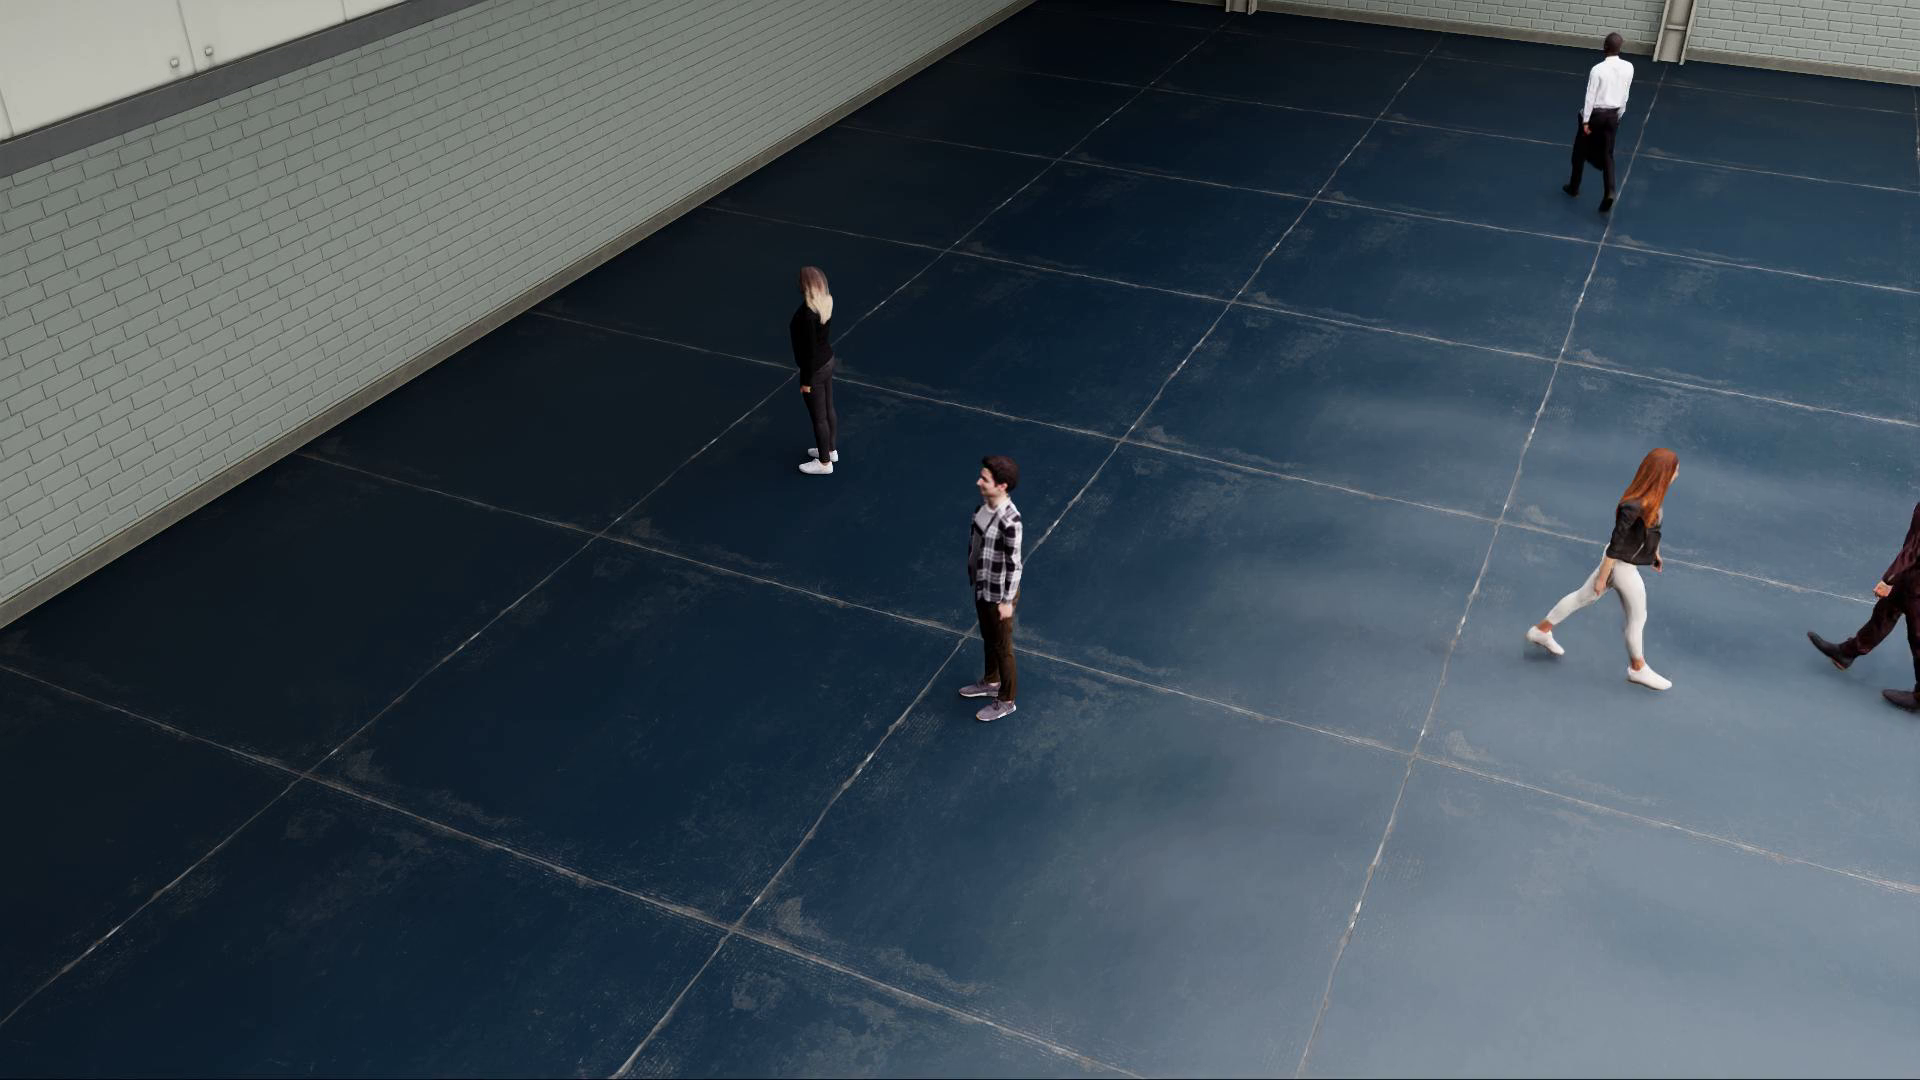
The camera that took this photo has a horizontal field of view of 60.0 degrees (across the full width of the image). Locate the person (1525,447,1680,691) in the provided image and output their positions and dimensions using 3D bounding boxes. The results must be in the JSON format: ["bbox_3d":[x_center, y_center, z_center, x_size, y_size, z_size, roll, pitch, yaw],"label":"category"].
[{"bbox_3d":[4.062,0.142,10.433,1.145,1.661,0.611,15,35,23],"label":"person"}]

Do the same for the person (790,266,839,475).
[{"bbox_3d":[-1.081,-1.298,12.691,0.594,1.687,0.652,7,33,11],"label":"person"}]

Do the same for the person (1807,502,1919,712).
[{"bbox_3d":[5.967,0.251,10.103,0.963,1.829,1.205,-28,42,-37],"label":"person"}]

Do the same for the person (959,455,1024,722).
[{"bbox_3d":[0.218,0.274,10.085,0.760,1.809,0.691,-12,34,-19],"label":"person"}]

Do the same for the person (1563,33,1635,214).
[{"bbox_3d":[6.745,-4.328,17.391,1.235,1.798,1.057,0,32,0],"label":"person"}]
